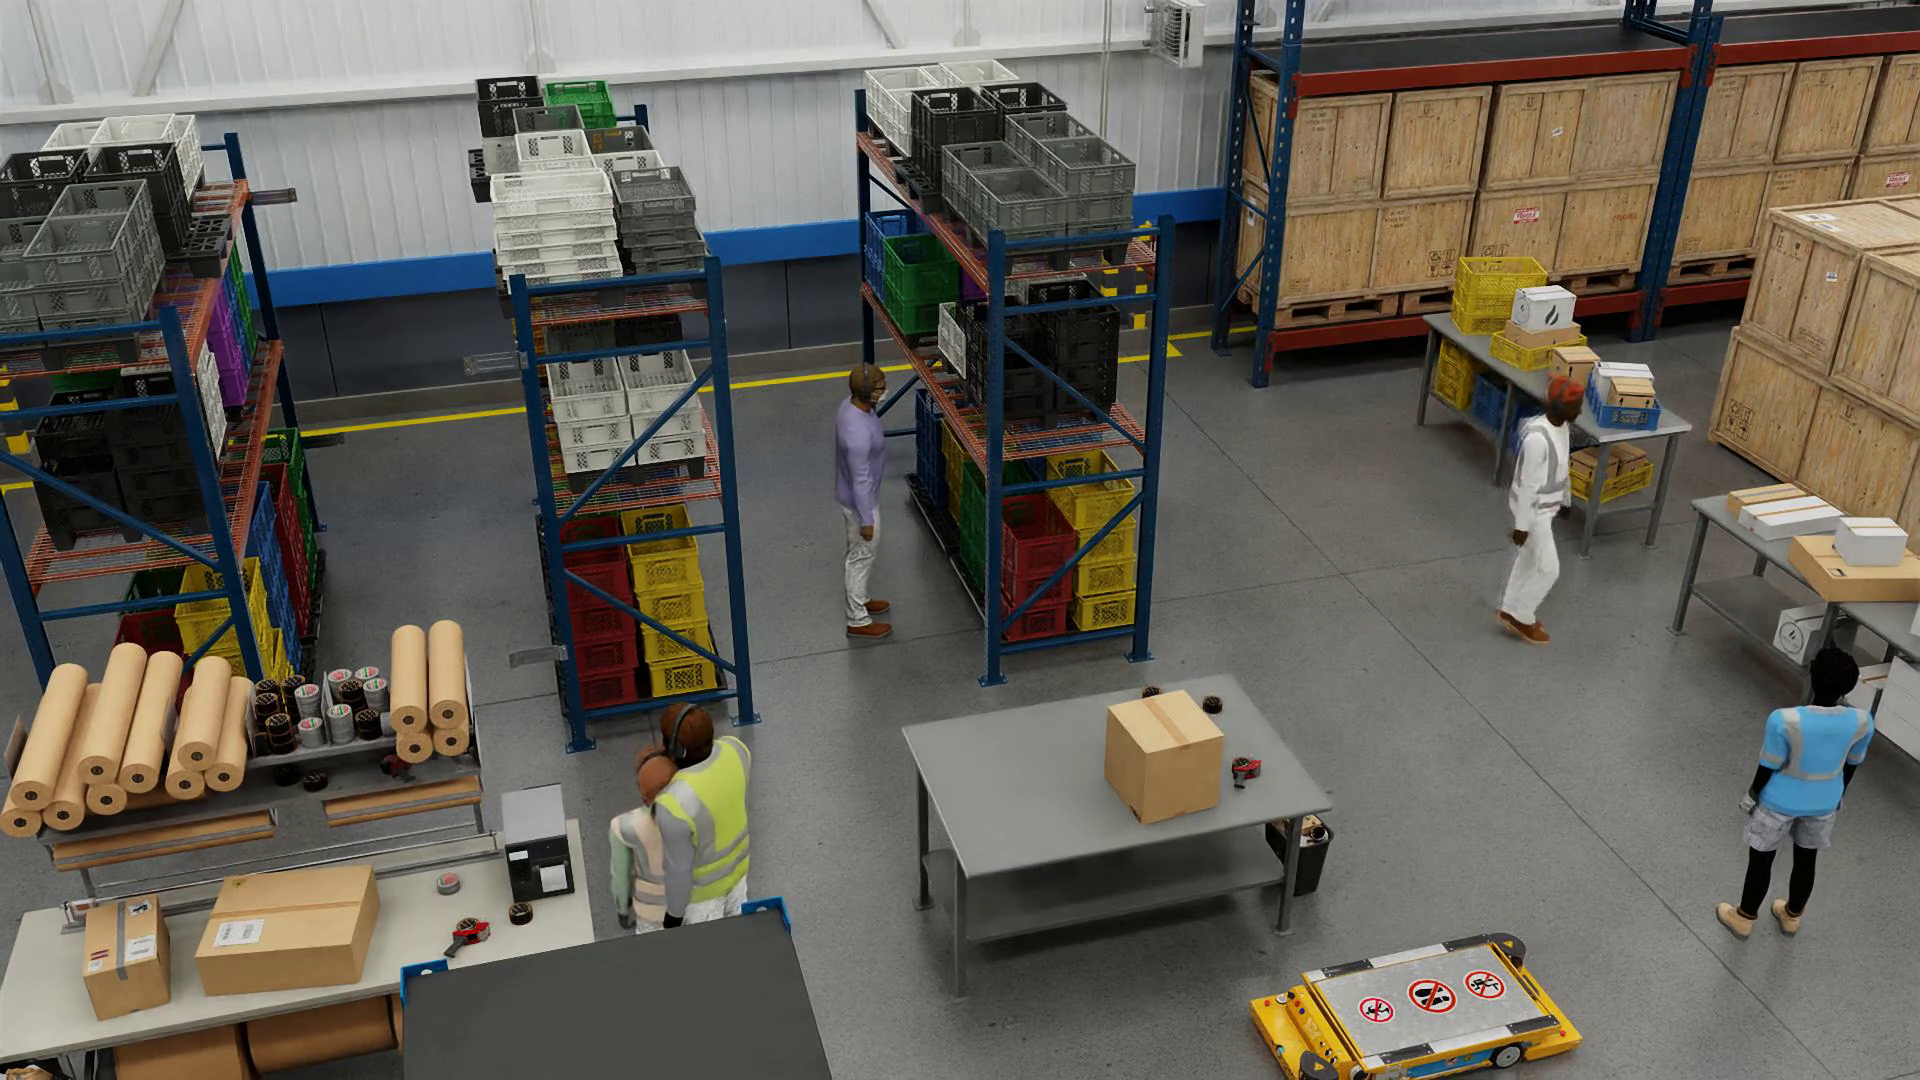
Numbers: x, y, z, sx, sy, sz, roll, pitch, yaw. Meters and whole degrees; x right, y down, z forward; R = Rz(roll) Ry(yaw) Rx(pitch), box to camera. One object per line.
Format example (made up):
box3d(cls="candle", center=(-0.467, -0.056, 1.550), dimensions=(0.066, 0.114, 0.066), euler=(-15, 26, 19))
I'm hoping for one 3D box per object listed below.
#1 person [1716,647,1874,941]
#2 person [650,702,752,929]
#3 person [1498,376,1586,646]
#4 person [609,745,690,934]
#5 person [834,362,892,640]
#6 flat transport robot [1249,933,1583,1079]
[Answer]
box3d(cls="person", center=(4.184, 1.283, 8.327), dimensions=(0.541, 1.696, 0.315), euler=(-1, 29, -3))
box3d(cls="person", center=(-1.195, 1.539, 7.714), dimensions=(0.430, 1.845, 0.623), euler=(13, 31, 22))
box3d(cls="person", center=(3.842, -0.186, 10.817), dimensions=(0.520, 1.870, 0.618), euler=(17, 33, 28))
box3d(cls="person", center=(-1.325, 1.672, 7.688), dimensions=(0.532, 1.631, 0.316), euler=(-10, 30, -18))
box3d(cls="person", center=(-0.640, -0.260, 10.894), dimensions=(0.371, 1.933, 0.634), euler=(-3, 29, -5))
box3d(cls="flat transport robot", center=(2.184, 2.282, 7.980), dimensions=(1.431, 0.197, 0.652), euler=(-8, 30, -14))
